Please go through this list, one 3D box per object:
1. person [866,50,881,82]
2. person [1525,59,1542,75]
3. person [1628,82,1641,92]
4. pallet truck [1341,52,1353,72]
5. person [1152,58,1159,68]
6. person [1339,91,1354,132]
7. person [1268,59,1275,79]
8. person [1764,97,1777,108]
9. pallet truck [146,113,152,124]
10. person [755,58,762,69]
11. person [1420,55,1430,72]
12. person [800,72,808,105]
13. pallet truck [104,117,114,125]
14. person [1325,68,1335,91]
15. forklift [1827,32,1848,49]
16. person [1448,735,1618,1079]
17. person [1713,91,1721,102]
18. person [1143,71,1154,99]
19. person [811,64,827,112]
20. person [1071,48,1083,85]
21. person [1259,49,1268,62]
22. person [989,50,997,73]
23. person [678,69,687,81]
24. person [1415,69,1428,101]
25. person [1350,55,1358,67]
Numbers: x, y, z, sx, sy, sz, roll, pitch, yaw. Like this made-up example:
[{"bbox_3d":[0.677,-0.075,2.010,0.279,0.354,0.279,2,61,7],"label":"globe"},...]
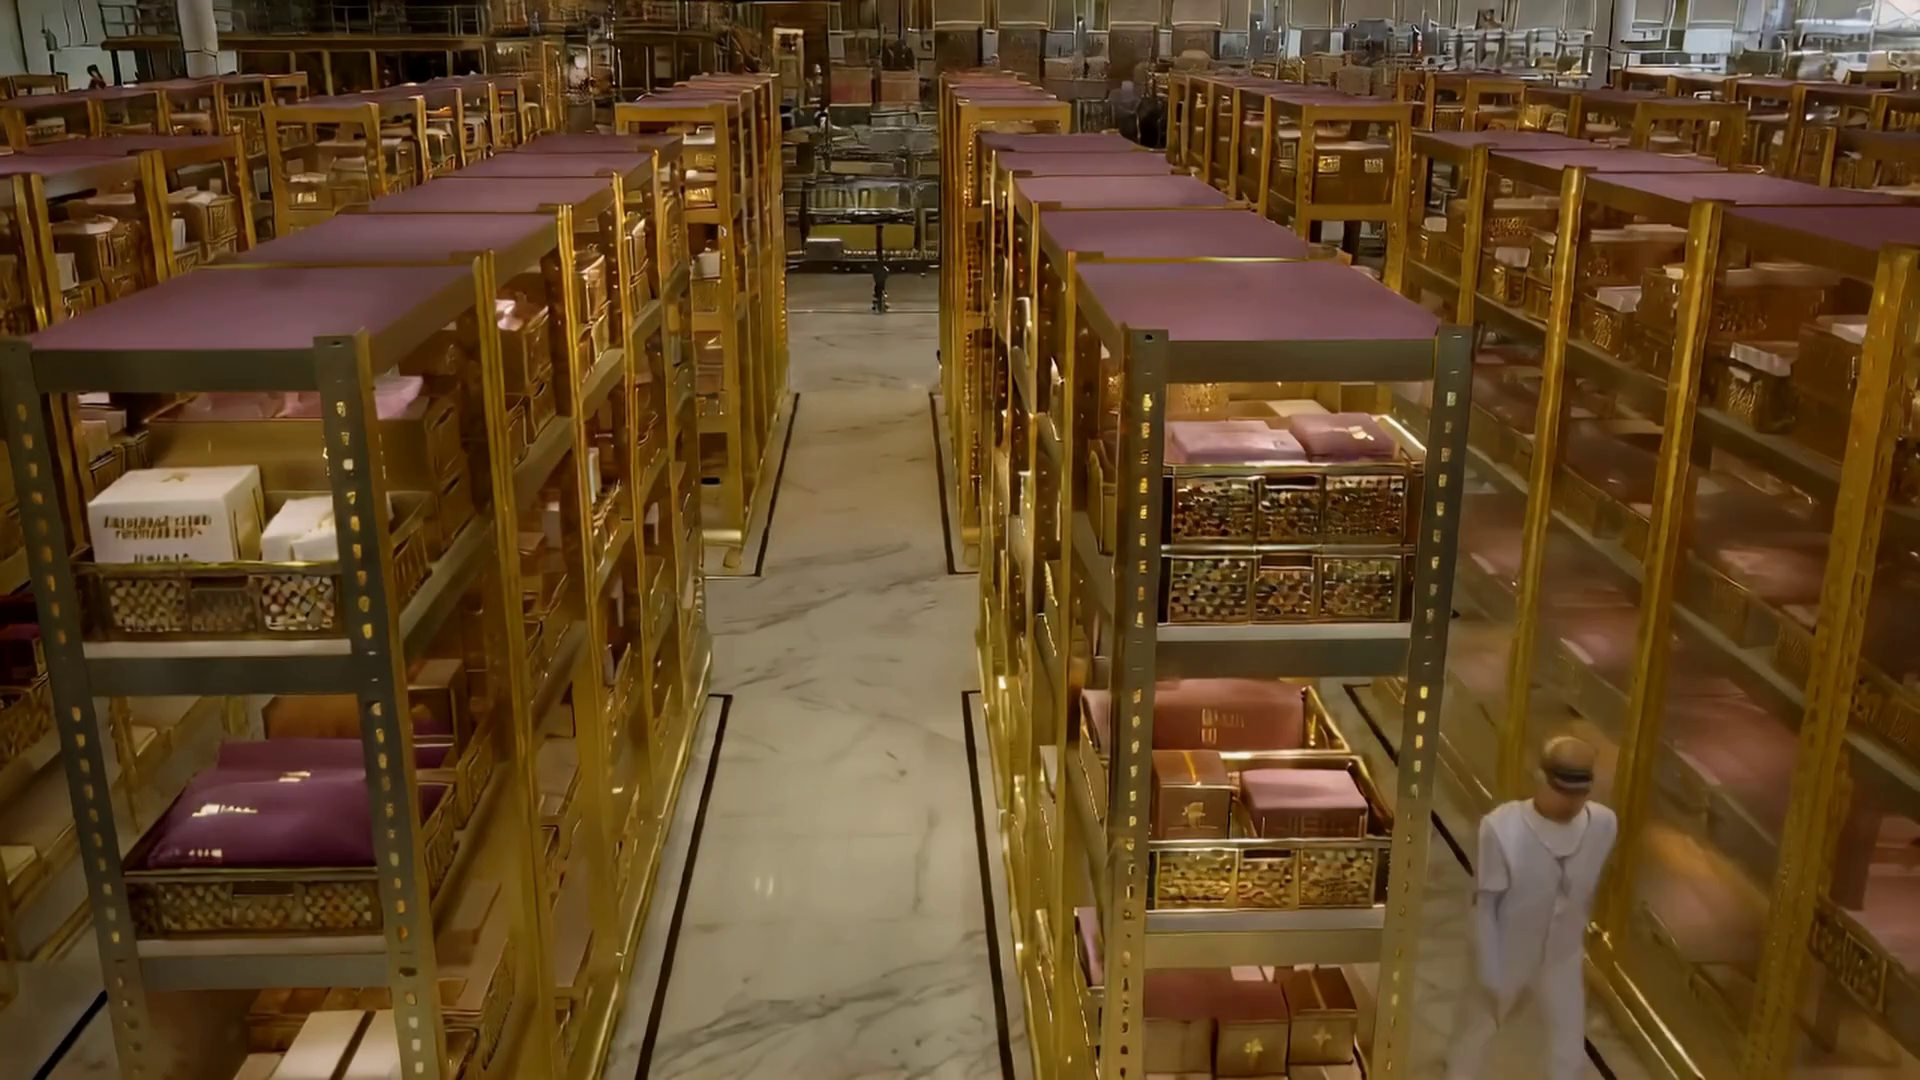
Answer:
[{"bbox_3d":[-4.762,-26.561,93.262,1.087,1.762,0.626,-13,22,-34],"label":"person"},{"bbox_3d":[24.047,-19.140,69.836,0.678,2.000,0.536,6,19,18],"label":"person"},{"bbox_3d":[24.367,-15.958,60.155,0.546,1.939,0.375,-8,19,-22],"label":"person"},{"bbox_3d":[18.794,-23.123,82.231,0.823,1.965,1.885,-13,22,-35],"label":"pallet truck"},{"bbox_3d":[9.135,-21.459,77.363,0.983,1.826,0.540,-12,22,-33],"label":"person"},{"bbox_3d":[11.501,-12.367,49.248,0.600,1.812,0.630,1,18,3],"label":"person"},{"bbox_3d":[15.029,-22.347,80.314,0.321,1.695,0.530,7,19,21],"label":"person"},{"bbox_3d":[27.286,-14.504,56.046,0.318,1.698,0.541,-2,18,-6],"label":"person"},{"bbox_3d":[-18.087,-8.309,36.390,1.885,1.965,0.823,-1,18,-4],"label":"pallet truck"},{"bbox_3d":[-10.129,-23.309,83.300,0.491,1.710,0.912,-9,20,-26],"label":"person"},{"bbox_3d":[22.136,-22.152,79.371,0.847,1.913,0.637,-9,20,-26],"label":"person"},{"bbox_3d":[-6.087,-17.187,64.254,0.662,1.747,0.531,6,19,17],"label":"person"},{"bbox_3d":[-18.367,-7.885,35.078,1.885,1.965,0.823,1,18,2],"label":"pallet truck"},{"bbox_3d":[14.562,-17.693,65.682,0.587,1.850,1.081,-13,22,-36],"label":"person"},{"bbox_3d":[46.023,-25.321,87.619,1.129,2.768,1.873,-1,18,-2],"label":"forklift"},{"bbox_3d":[2.147,1.571,6.148,0.575,1.790,0.978,-3,18,-11],"label":"person"},{"bbox_3d":[26.624,-15.154,58.239,0.573,1.585,0.886,12,22,34],"label":"person"},{"bbox_3d":[6.922,-16.225,61.013,0.386,1.918,0.590,3,18,8],"label":"person"},{"bbox_3d":[-5.860,-18.380,67.686,0.988,1.929,0.617,14,22,36],"label":"person"},{"bbox_3d":[6.365,-25.813,90.632,0.653,1.966,0.577,-2,18,-6],"label":"person"},{"bbox_3d":[16.801,-26.239,92.085,0.643,1.857,0.982,-15,23,-39],"label":"person"},{"bbox_3d":[1.625,-24.686,87.205,0.568,1.908,0.752,-16,24,-40],"label":"person"},{"bbox_3d":[-10.789,-17.338,64.609,0.400,1.832,0.510,-10,20,-28],"label":"person"},{"bbox_3d":[17.972,-17.328,64.521,0.553,1.854,0.571,13,22,34],"label":"person"},{"bbox_3d":[19.610,-23.293,83.109,0.621,1.784,1.006,-11,21,-30],"label":"person"}]
